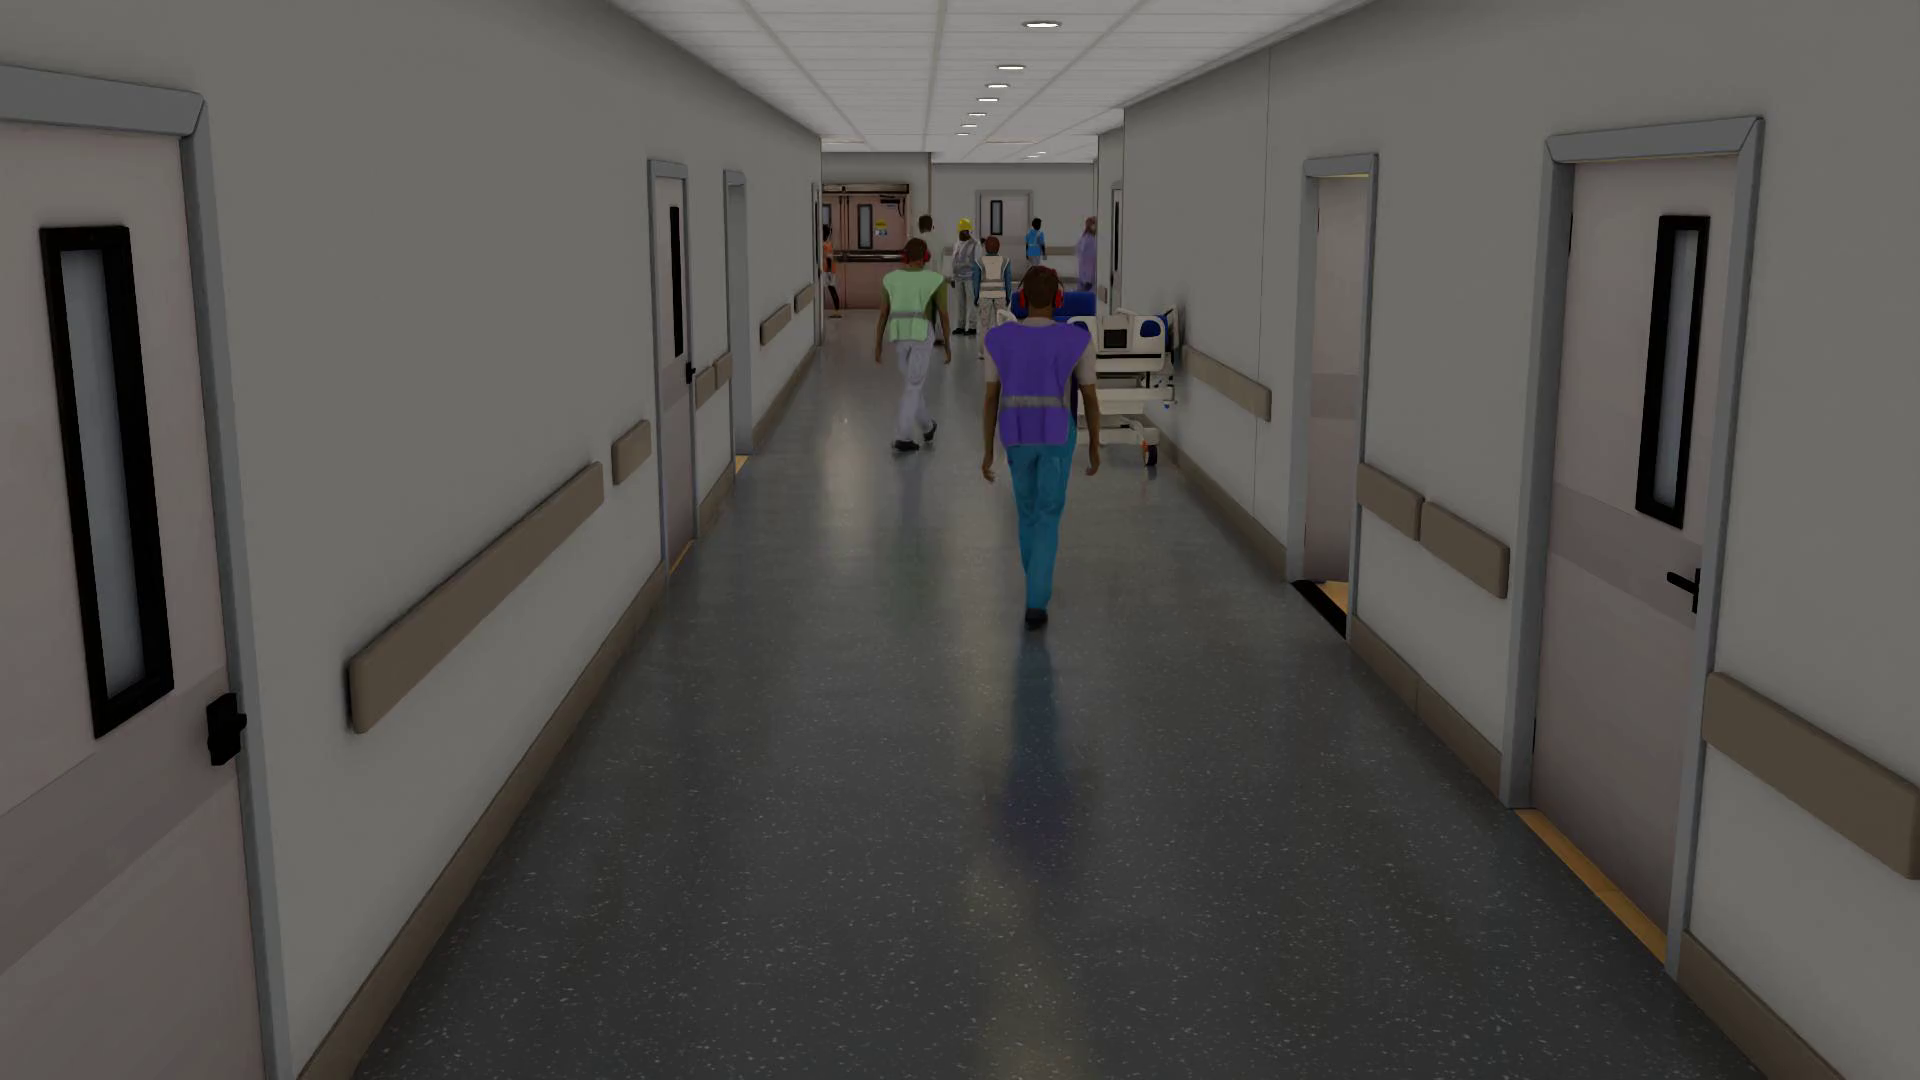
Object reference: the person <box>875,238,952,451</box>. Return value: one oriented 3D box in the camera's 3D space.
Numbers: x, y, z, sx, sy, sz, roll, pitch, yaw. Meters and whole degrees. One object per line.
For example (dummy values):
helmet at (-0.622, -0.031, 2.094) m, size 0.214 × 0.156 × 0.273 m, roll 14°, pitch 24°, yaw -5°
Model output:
person at (-0.380, -1.688, 14.349) m, size 0.600 × 1.783 × 0.964 m, roll 4°, pitch 12°, yaw 20°

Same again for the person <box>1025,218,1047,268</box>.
person at (1.782, -6.622, 38.634) m, size 0.607 × 1.678 × 0.539 m, roll -9°, pitch 15°, yaw -37°

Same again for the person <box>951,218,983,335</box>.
person at (0.086, -4.136, 26.191) m, size 0.594 × 1.824 × 0.403 m, roll 11°, pitch 16°, yaw 43°

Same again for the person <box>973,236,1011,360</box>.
person at (0.430, -3.224, 22.188) m, size 0.514 × 1.641 × 0.309 m, roll -1°, pitch 12°, yaw -7°

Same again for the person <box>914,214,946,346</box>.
person at (-0.540, -3.819, 24.462) m, size 0.636 × 1.901 × 0.948 m, roll -8°, pitch 14°, yaw -35°

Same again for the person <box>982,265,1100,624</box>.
person at (0.418, -0.500, 8.542) m, size 0.584 × 1.797 × 0.965 m, roll 3°, pitch 12°, yaw 12°
